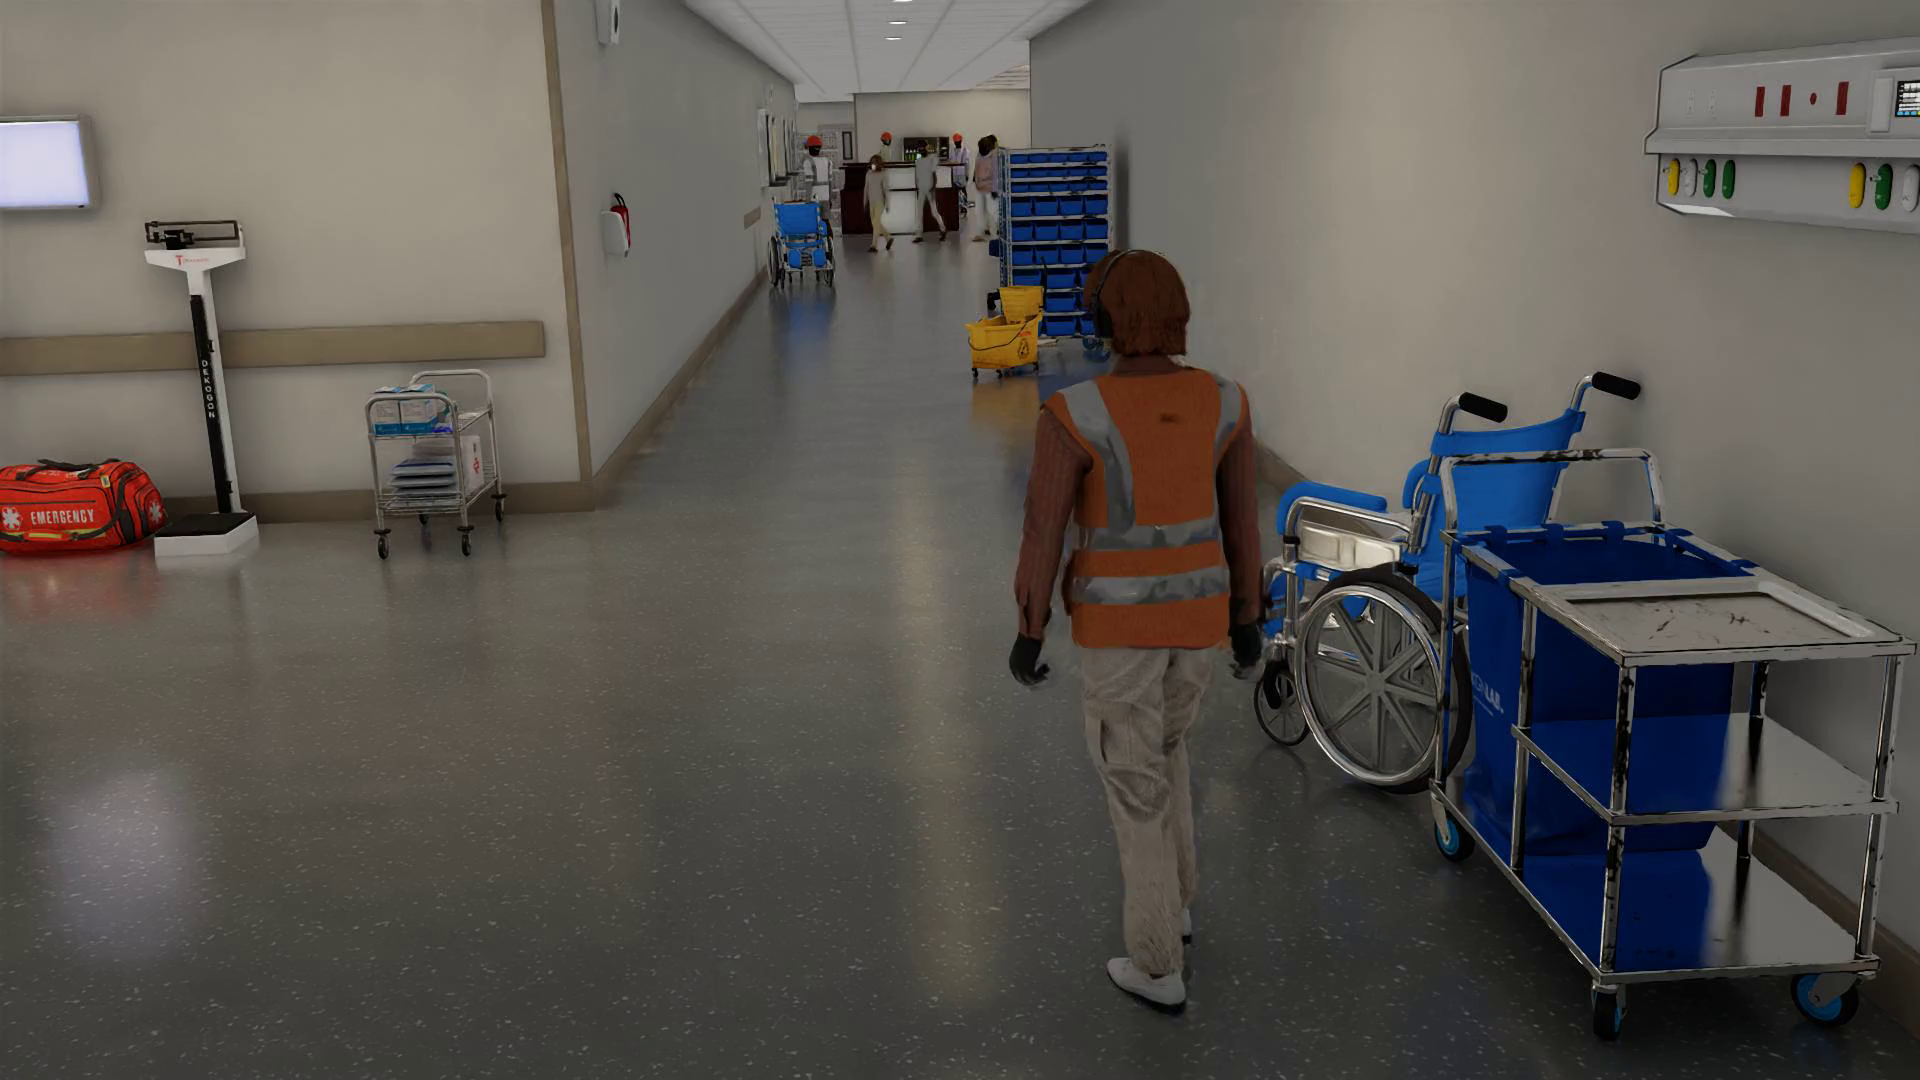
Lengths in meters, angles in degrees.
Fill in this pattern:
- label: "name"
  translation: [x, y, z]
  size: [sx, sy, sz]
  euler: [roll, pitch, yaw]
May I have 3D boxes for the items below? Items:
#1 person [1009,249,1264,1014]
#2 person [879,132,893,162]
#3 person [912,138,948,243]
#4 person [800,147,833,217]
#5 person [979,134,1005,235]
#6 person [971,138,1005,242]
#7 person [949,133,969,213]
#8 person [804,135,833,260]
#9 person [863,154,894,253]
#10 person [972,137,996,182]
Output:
- label: "person"
  translation: [0.370, 0.191, 3.617]
  size: [0.534, 1.618, 0.561]
  euler: [-9, 15, -26]
- label: "person"
  translation: [-1.741, -8.776, 39.952]
  size: [0.387, 1.993, 0.622]
  euler: [-7, 15, -20]
- label: "person"
  translation: [-0.557, -6.261, 29.801]
  size: [0.511, 1.842, 0.898]
  euler: [7, 16, 31]
- label: "person"
  translation: [-3.668, -8.750, 40.290]
  size: [1.027, 1.897, 0.613]
  euler: [0, 14, 8]
- label: "person"
  translation: [0.610, -6.666, 31.278]
  size: [0.535, 1.864, 0.312]
  euler: [2, 14, 15]
- label: "person"
  translation: [0.539, -6.227, 29.596]
  size: [0.690, 1.820, 0.627]
  euler: [-13, 18, -39]
- label: "person"
  translation: [-0.029, -8.950, 40.608]
  size: [0.545, 1.929, 0.390]
  euler: [5, 15, 27]
- label: "person"
  translation: [-2.250, -5.386, 26.202]
  size: [0.373, 1.934, 0.551]
  euler: [11, 19, 42]
- label: "person"
  translation: [-1.355, -5.608, 27.706]
  size: [0.510, 1.606, 0.740]
  euler: [11, 19, 43]
- label: "person"
  translation: [0.548, -8.587, 39.307]
  size: [0.823, 1.811, 0.640]
  euler: [-11, 16, -33]
